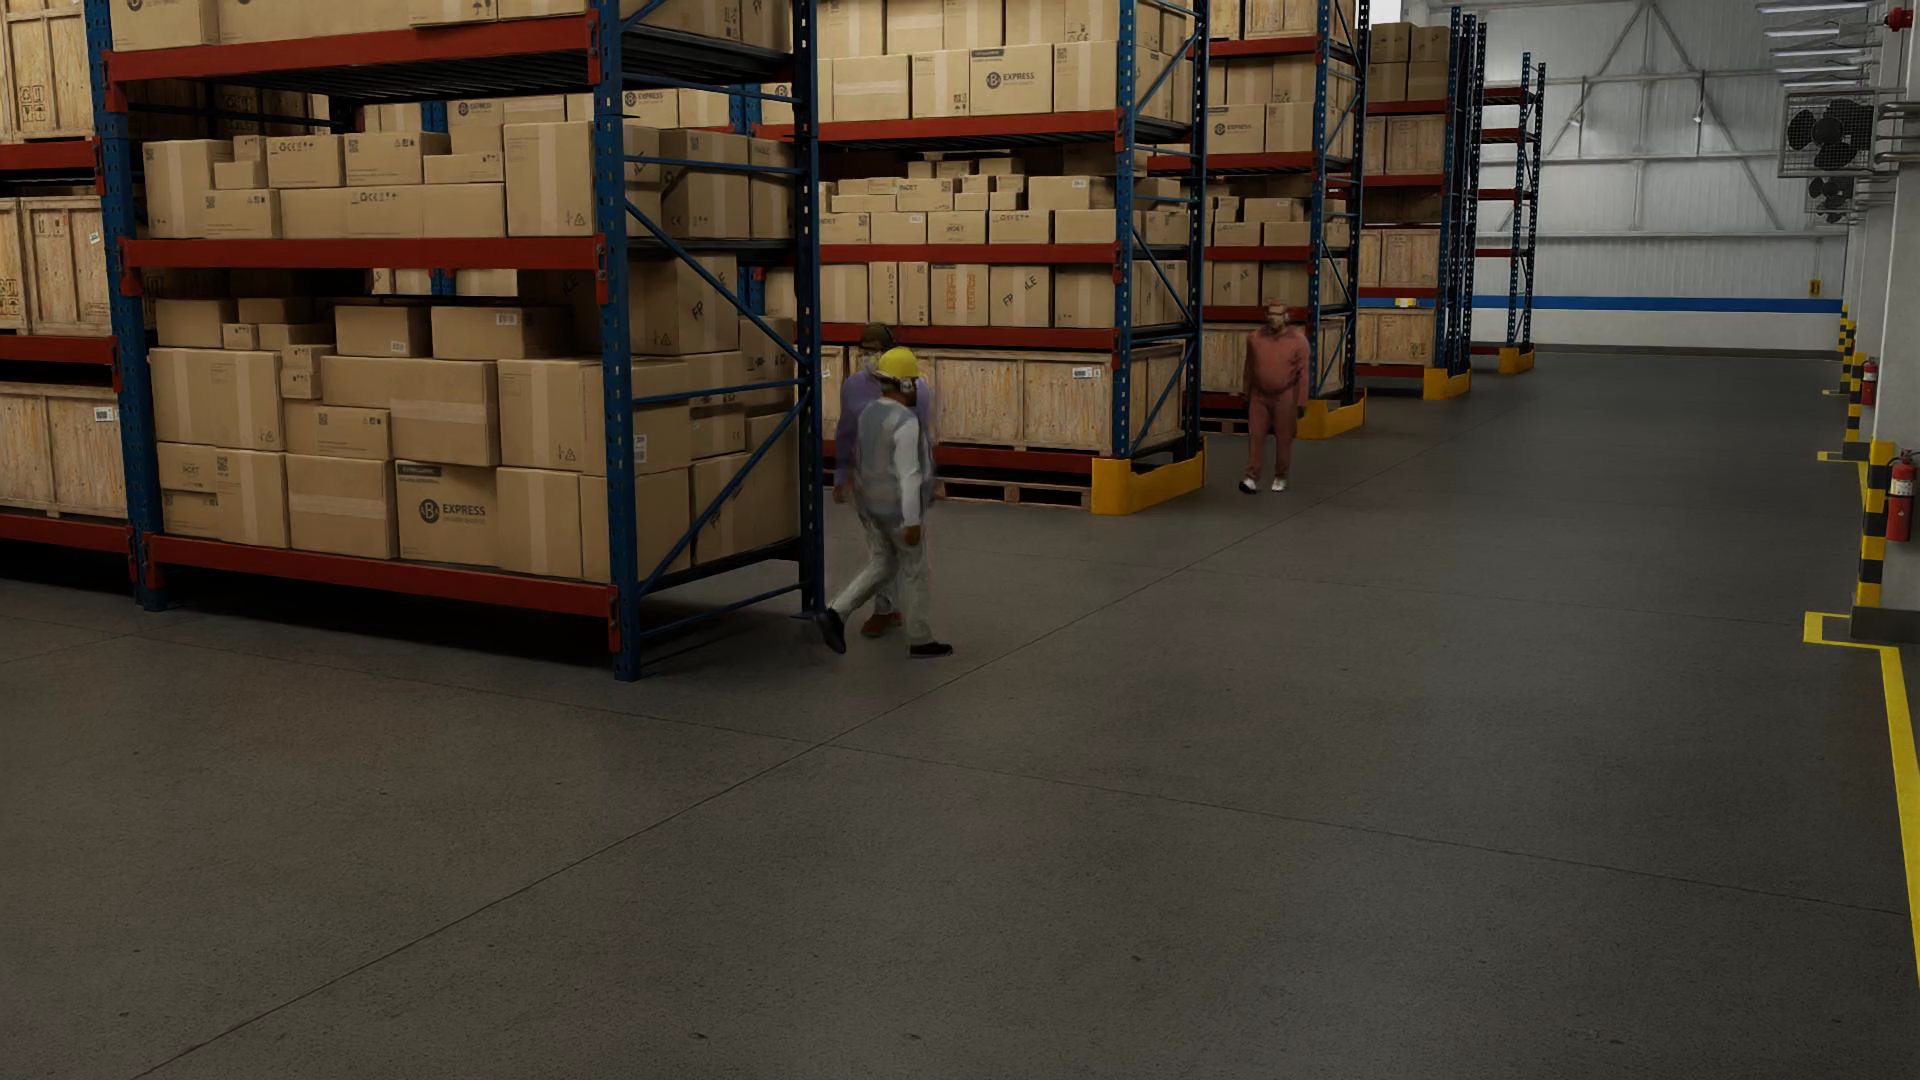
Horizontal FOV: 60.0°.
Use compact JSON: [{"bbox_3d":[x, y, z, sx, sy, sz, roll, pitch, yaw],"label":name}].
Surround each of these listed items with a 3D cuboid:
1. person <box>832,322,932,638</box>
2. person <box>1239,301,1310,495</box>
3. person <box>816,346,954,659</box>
[{"bbox_3d":[-0.524,-0.353,10.084,0.666,1.911,0.676,7,12,37],"label":"person"},{"bbox_3d":[3.000,-1.356,16.007,0.676,1.862,0.966,4,11,24],"label":"person"},{"bbox_3d":[-0.420,-0.190,9.452,0.737,1.814,0.605,-5,11,-28],"label":"person"}]
